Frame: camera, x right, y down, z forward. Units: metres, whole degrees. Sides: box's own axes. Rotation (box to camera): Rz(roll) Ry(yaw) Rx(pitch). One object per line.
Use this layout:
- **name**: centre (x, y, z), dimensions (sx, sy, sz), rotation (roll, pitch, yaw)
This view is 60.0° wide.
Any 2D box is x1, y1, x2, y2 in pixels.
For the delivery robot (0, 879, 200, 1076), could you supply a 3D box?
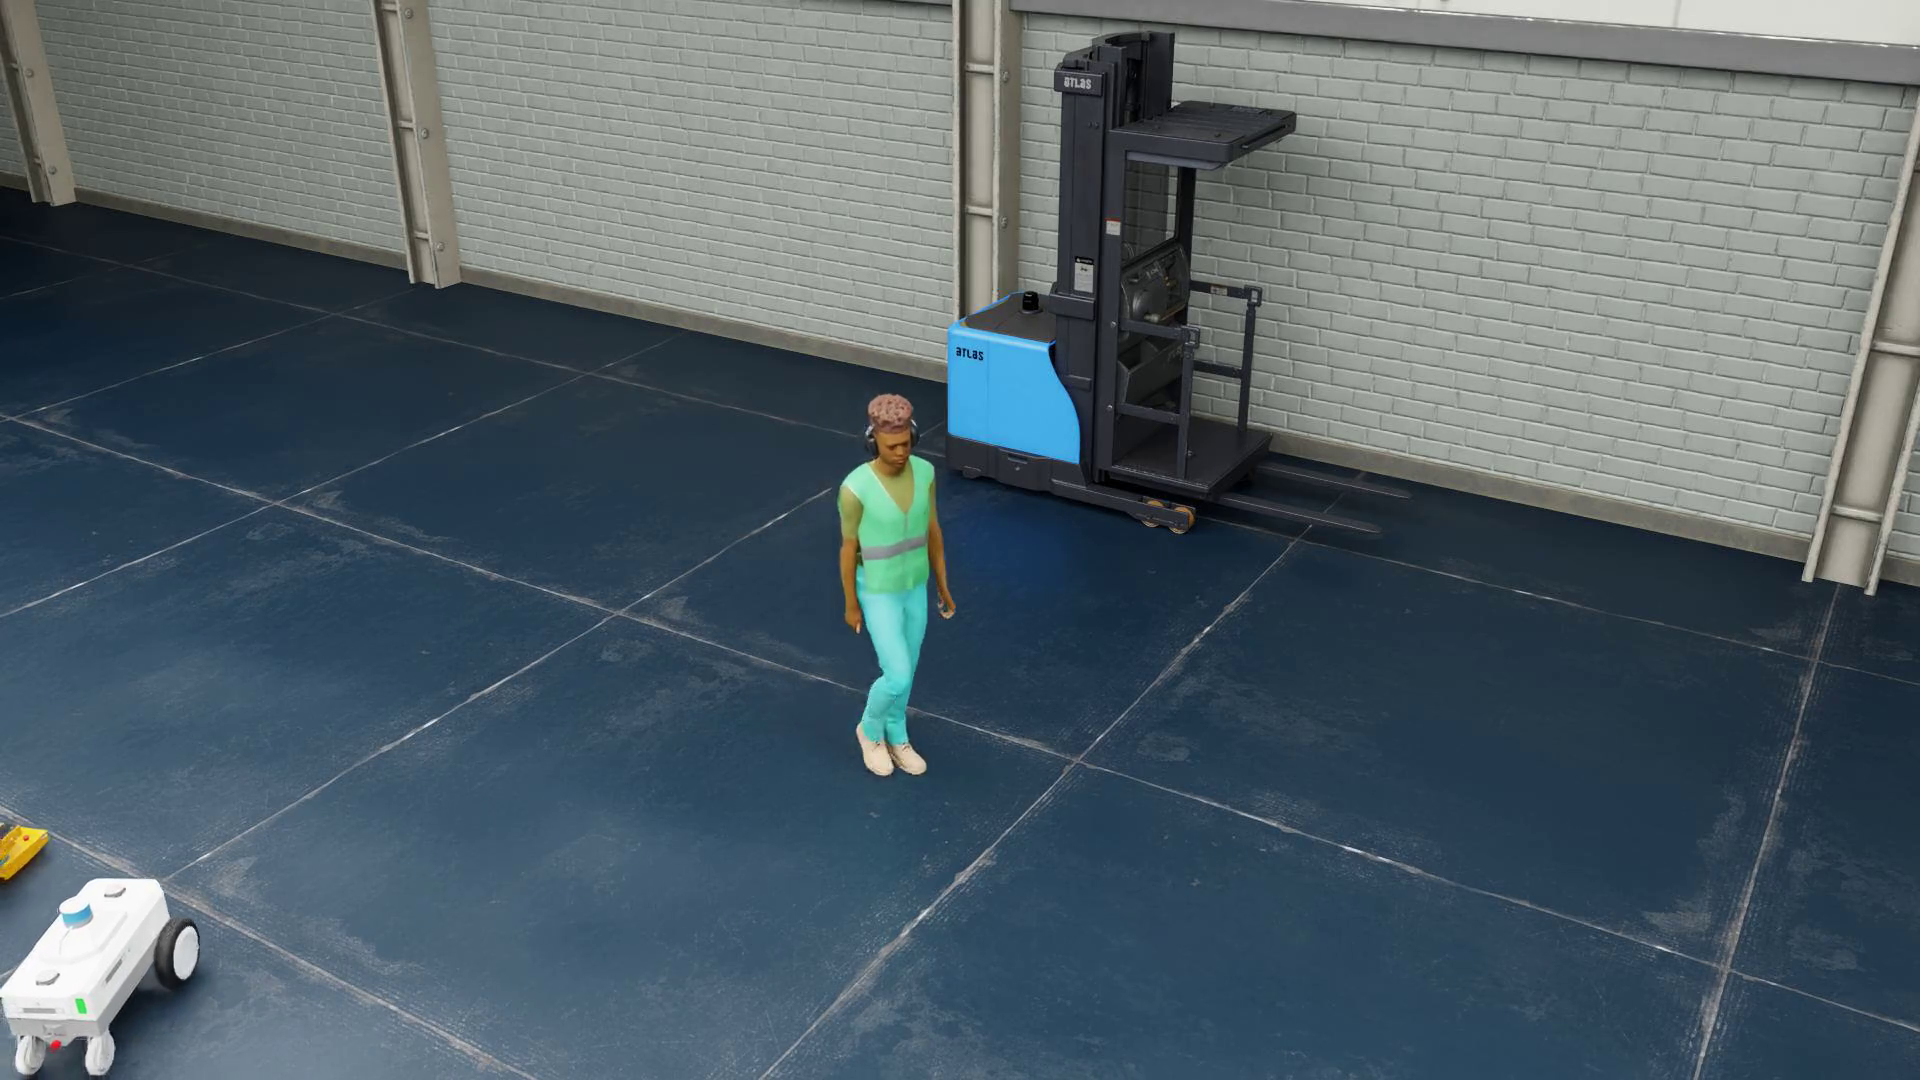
- **delivery robot**: centre (-3.358, 1.638, 6.430), dimensions (0.499, 0.570, 0.747), rotation (1, 25, 1)

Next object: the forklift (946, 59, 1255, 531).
- **forklift**: centre (0.933, -1.707, 10.833), dimensions (1.873, 2.768, 1.129), rotation (15, 29, 28)

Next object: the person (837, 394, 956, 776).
- **person**: centre (-0.294, 0.237, 7.777), dimensions (0.501, 1.963, 0.479), rotation (-21, 33, -37)

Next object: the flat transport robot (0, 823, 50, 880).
- **flat transport robot**: centre (-4.576, 1.572, 6.934), dimensions (0.659, 0.231, 1.431), rotation (5, 26, 9)
